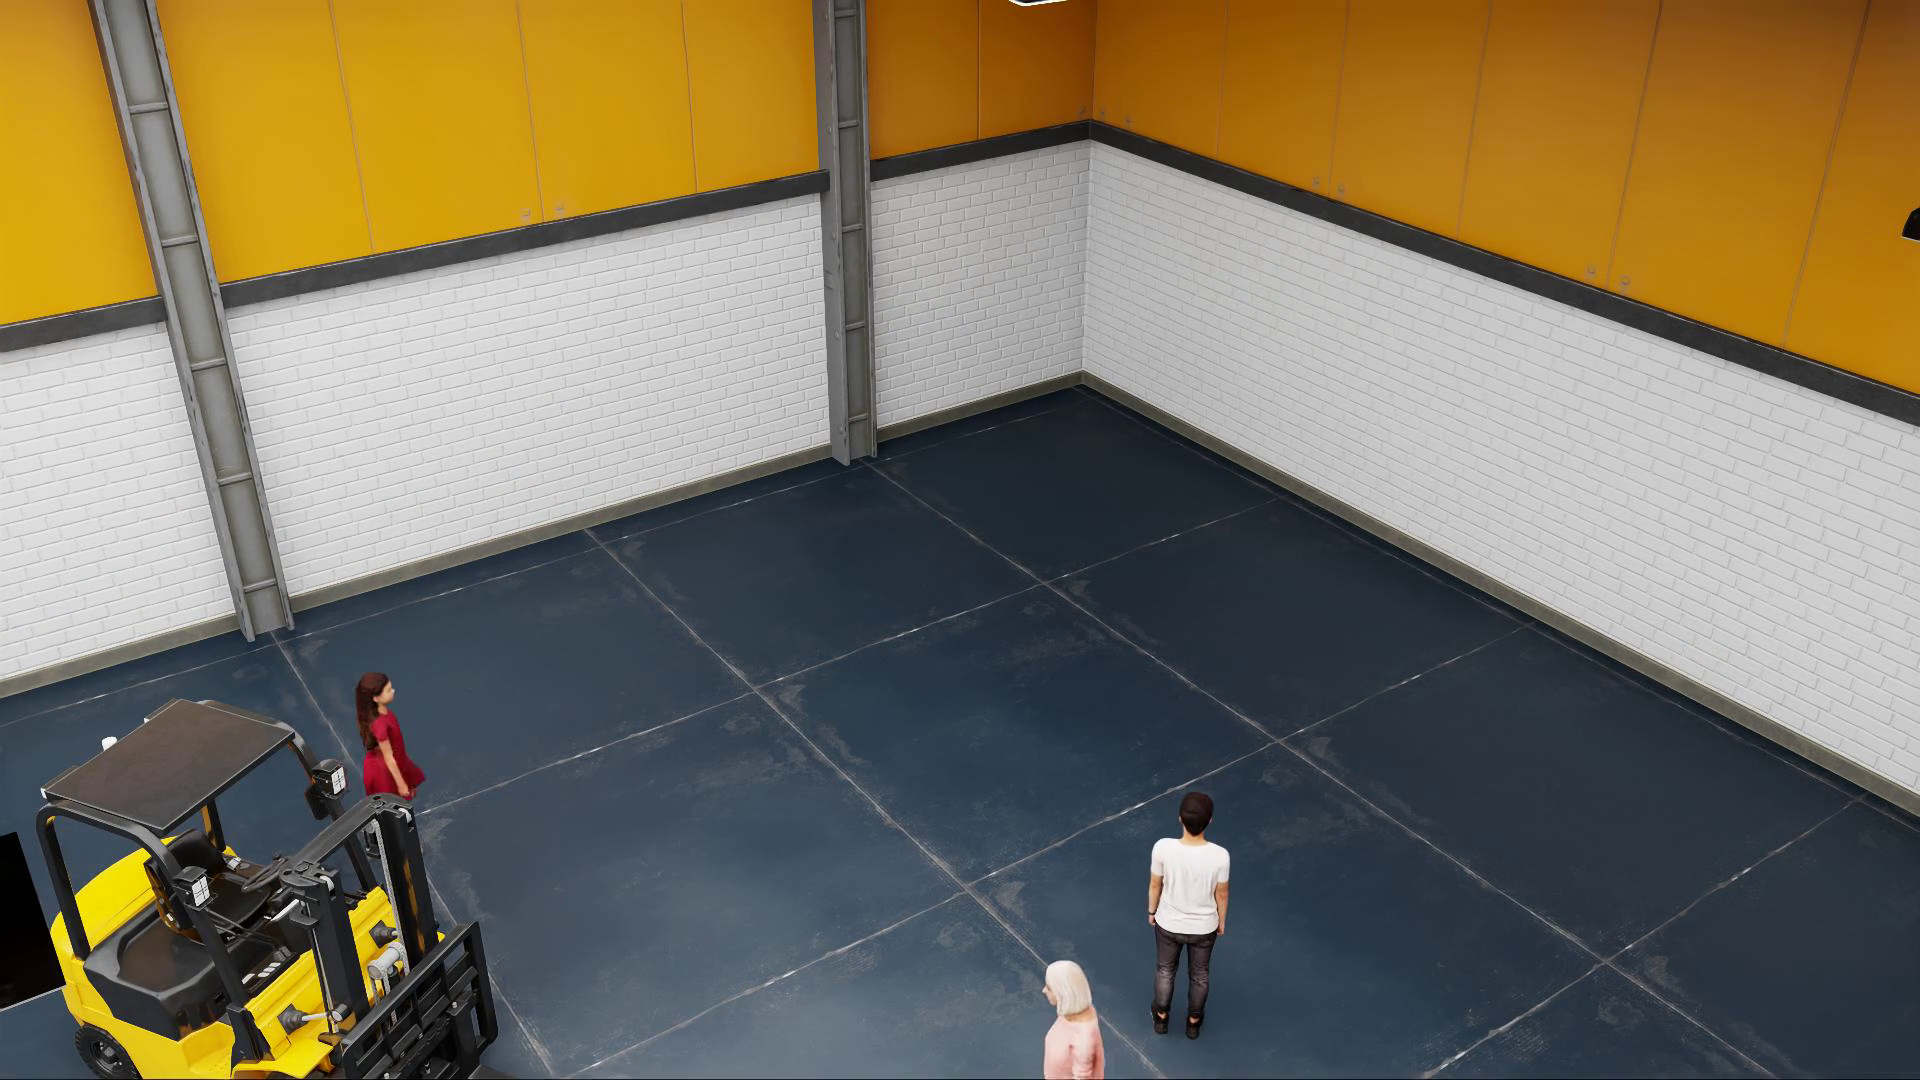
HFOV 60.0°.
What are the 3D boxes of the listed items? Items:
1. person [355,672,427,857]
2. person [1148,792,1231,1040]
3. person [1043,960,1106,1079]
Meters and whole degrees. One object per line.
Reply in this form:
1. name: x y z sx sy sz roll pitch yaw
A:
1. person: -3.989 1.582 11.354 0.671 1.542 0.605 -13 31 -22
2. person: 1.353 2.251 9.945 0.680 1.717 0.741 5 29 8
3. person: 0.688 2.911 8.751 0.800 1.701 0.760 -7 29 -12
